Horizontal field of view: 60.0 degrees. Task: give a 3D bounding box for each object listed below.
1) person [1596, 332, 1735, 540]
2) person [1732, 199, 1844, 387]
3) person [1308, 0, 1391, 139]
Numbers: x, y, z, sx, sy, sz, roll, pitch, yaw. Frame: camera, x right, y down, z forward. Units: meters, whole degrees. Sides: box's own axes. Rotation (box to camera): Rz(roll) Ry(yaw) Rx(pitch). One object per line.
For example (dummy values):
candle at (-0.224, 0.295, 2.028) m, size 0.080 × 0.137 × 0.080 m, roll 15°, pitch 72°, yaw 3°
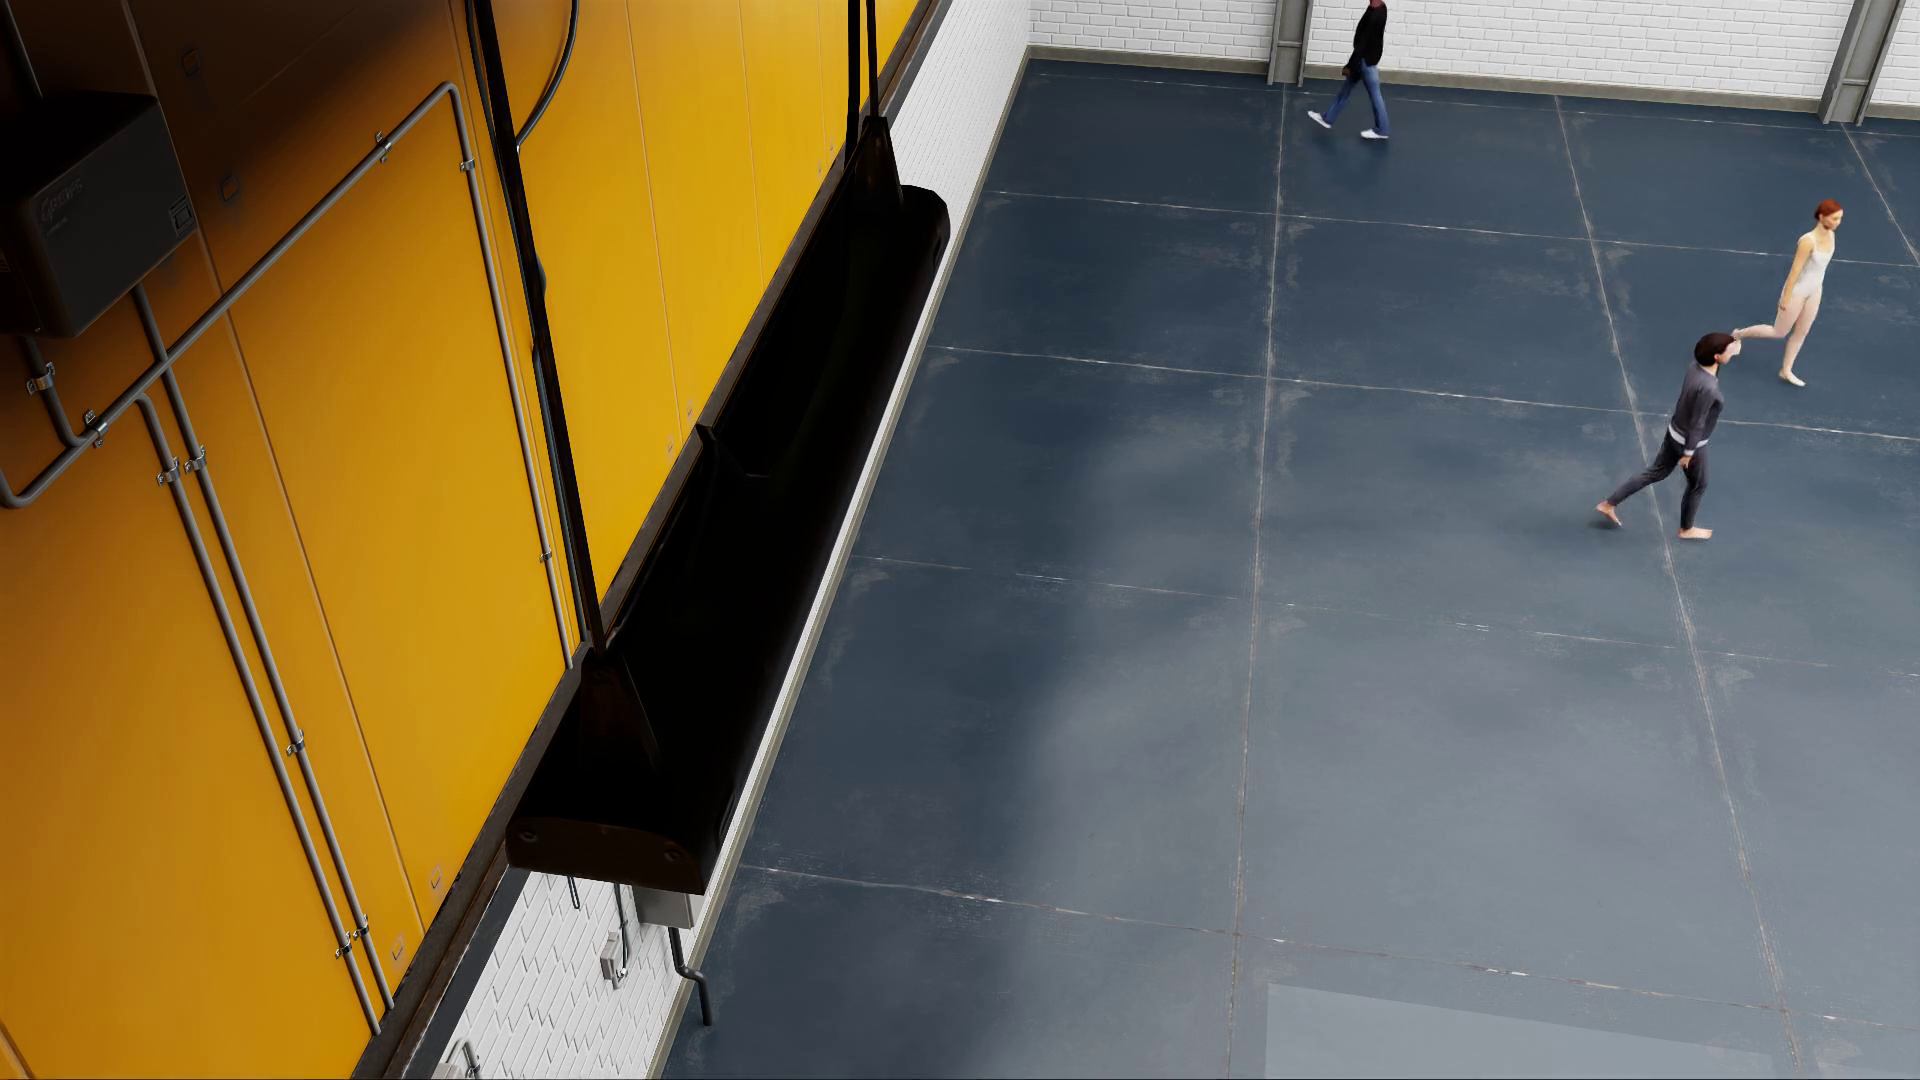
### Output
person at (5.146, -0.740, 11.969) m, size 1.114 × 1.740 × 0.734 m, roll 0°, pitch 39°, yaw 0°
person at (6.868, -2.074, 13.729) m, size 0.906 × 1.628 × 0.958 m, roll -23°, pitch 44°, yaw -26°
person at (4.326, -4.961, 17.286) m, size 1.138 × 1.700 × 0.702 m, roll 10°, pitch 40°, yaw 13°
